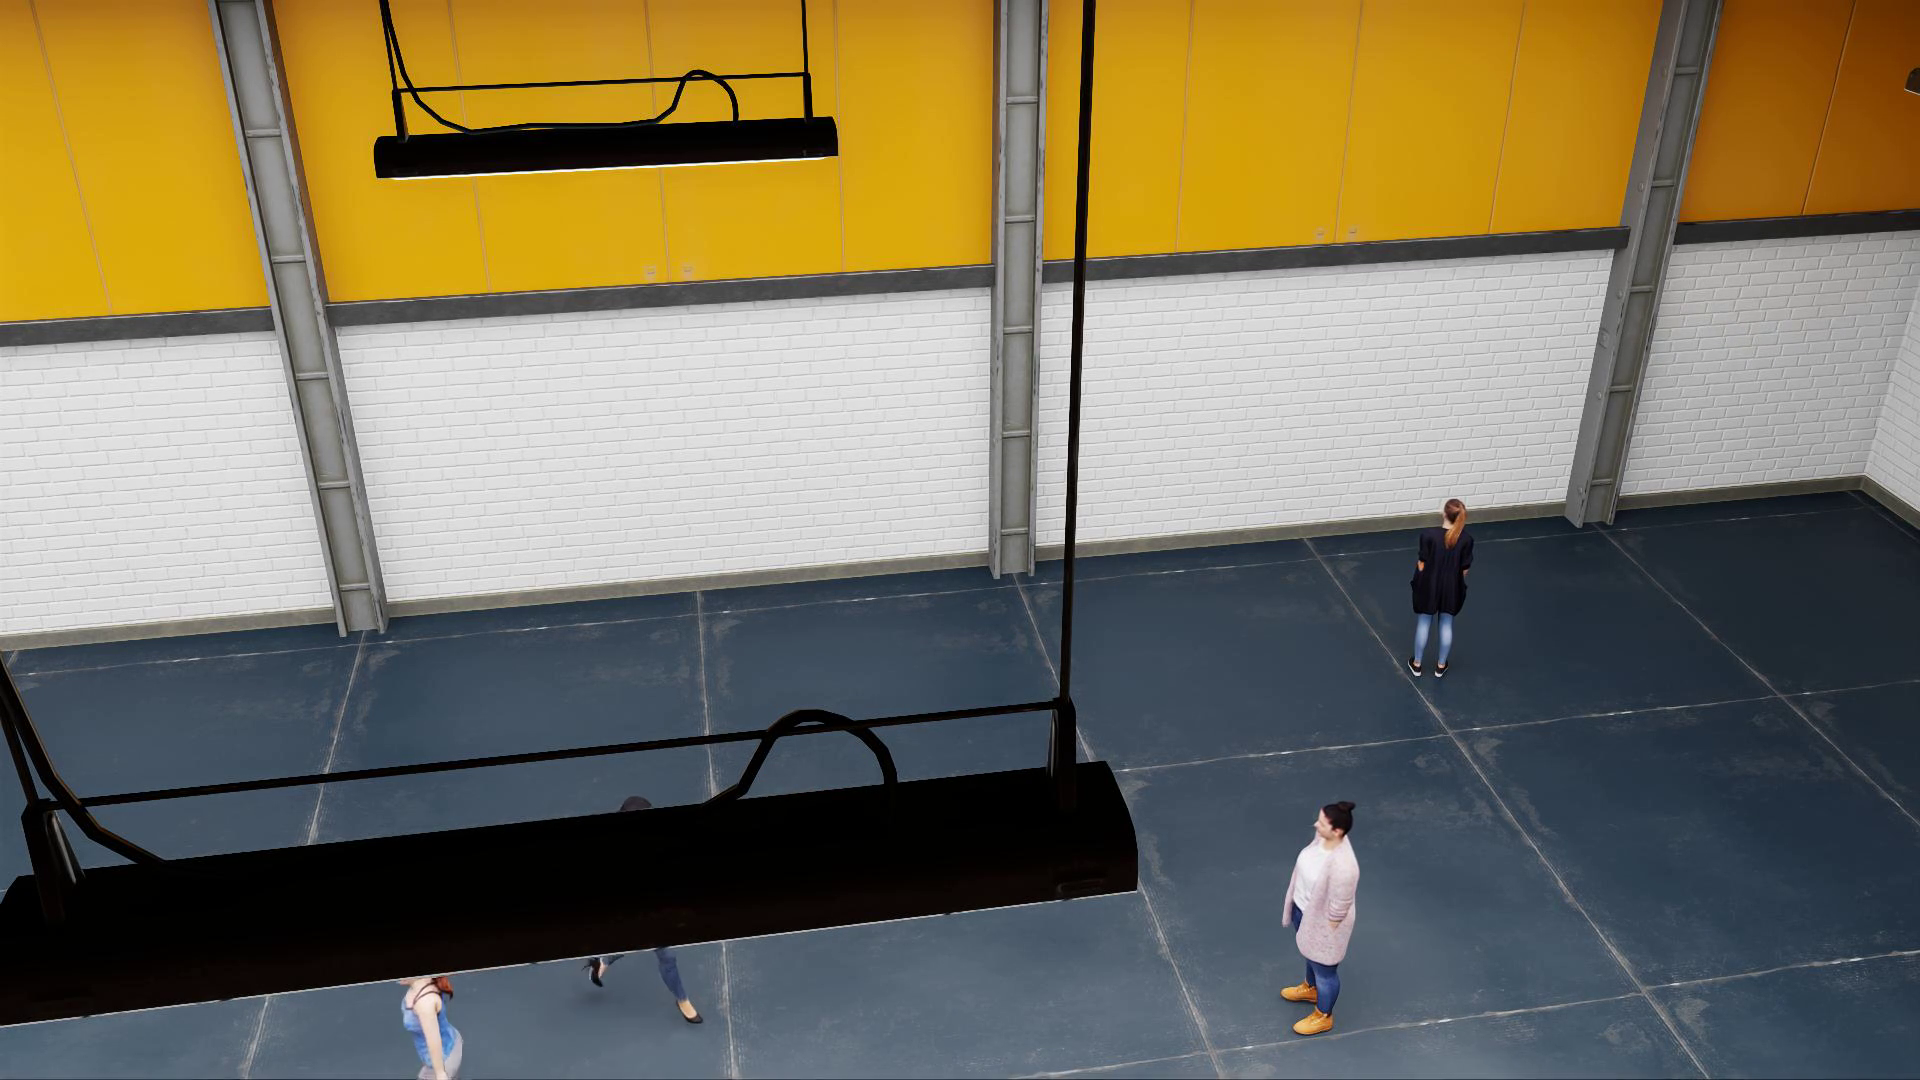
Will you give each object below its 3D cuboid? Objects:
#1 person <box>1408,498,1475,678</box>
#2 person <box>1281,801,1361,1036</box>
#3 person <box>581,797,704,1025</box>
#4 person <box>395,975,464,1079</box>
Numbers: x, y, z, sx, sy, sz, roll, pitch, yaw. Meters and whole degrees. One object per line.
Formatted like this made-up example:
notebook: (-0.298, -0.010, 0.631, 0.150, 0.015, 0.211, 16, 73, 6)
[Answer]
person: (4.060, 0.402, 14.066, 0.624, 1.680, 0.764, 6, 29, 10)
person: (2.295, 2.336, 10.454, 0.643, 1.743, 0.702, -2, 29, -4)
person: (-2.030, 2.321, 10.461, 1.158, 1.764, 0.968, 10, 30, 17)
person: (-2.916, 2.927, 9.522, 0.624, 1.600, 0.588, -7, 29, -12)
